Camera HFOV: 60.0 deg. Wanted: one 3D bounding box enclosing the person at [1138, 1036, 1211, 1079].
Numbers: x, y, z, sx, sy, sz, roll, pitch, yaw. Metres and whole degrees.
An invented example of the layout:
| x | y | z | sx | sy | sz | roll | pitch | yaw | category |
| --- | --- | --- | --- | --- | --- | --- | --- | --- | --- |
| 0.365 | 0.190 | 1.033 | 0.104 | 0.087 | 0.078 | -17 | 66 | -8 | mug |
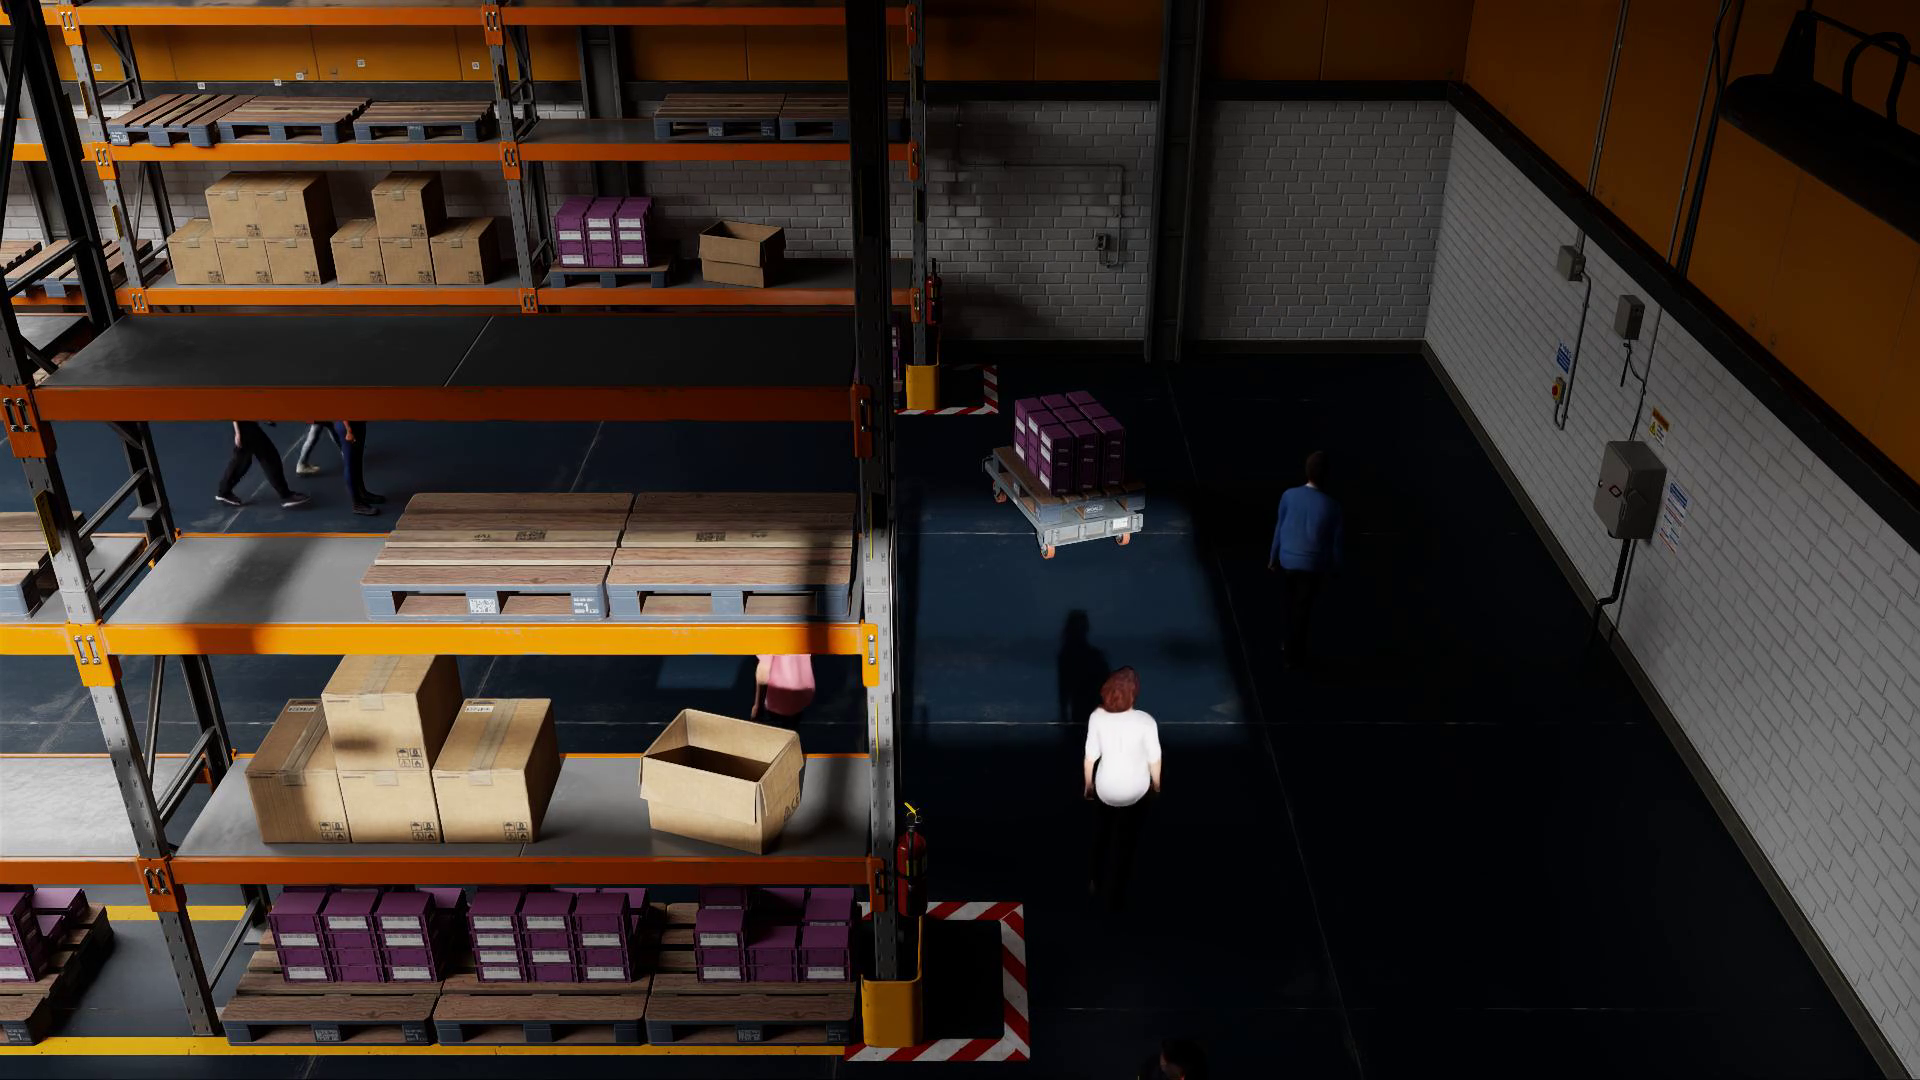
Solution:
| x | y | z | sx | sy | sz | roll | pitch | yaw | category |
| --- | --- | --- | --- | --- | --- | --- | --- | --- | --- |
| 0.855 | 2.968 | 7.654 | 1.021 | 1.835 | 0.810 | -3 | 29 | -6 | person |

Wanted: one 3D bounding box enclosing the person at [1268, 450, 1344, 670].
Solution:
| x | y | z | sx | sy | sz | roll | pitch | yaw | category |
| --- | --- | --- | --- | --- | --- | --- | --- | --- | --- |
| 2.609 | 0.191 | 12.782 | 0.780 | 1.799 | 0.878 | 15 | 32 | 25 | person |

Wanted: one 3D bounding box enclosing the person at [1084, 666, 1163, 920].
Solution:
| x | y | z | sx | sy | sz | roll | pitch | yaw | category |
| --- | --- | --- | --- | --- | --- | --- | --- | --- | --- |
| 0.959 | 1.616 | 10.183 | 0.662 | 1.787 | 0.774 | 12 | 31 | 20 | person |
